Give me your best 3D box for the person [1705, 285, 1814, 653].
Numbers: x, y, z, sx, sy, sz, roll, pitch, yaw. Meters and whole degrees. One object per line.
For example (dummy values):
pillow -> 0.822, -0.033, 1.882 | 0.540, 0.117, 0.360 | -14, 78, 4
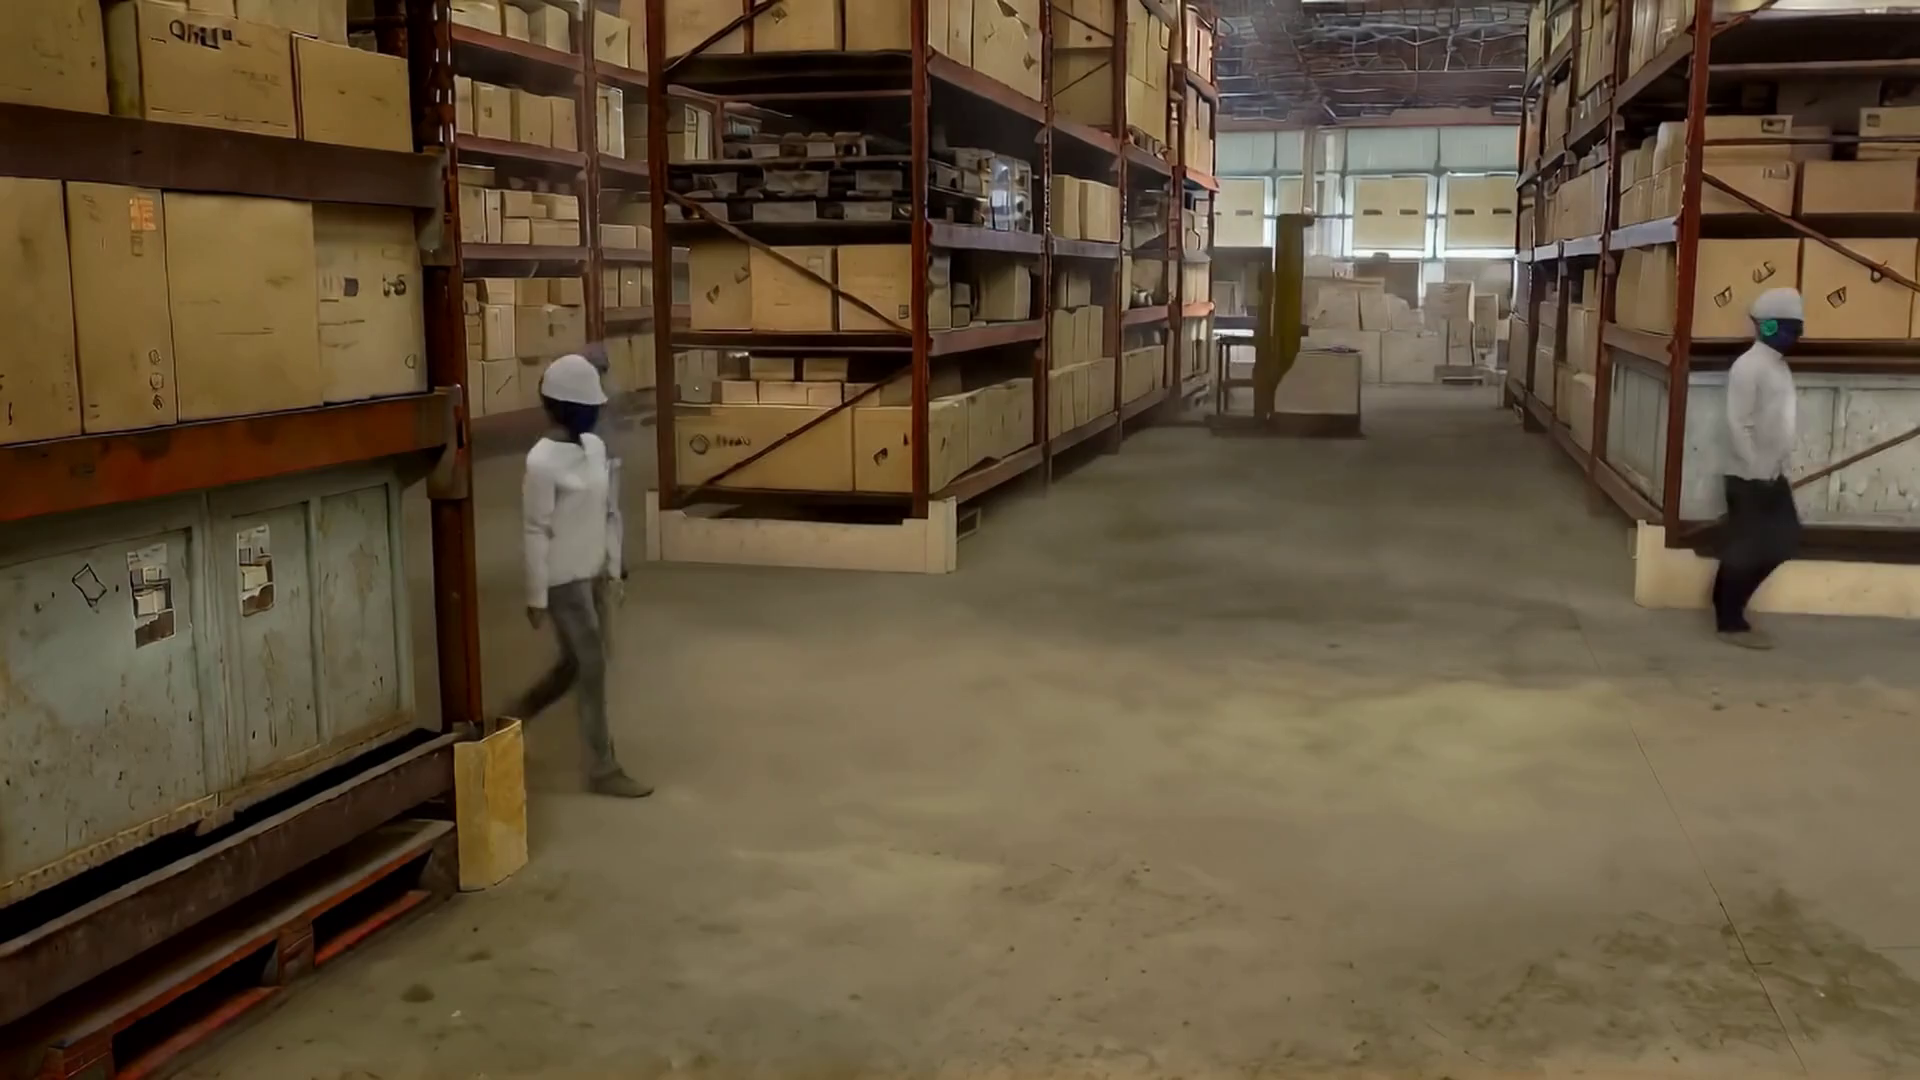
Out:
person -> 4.307, -0.370, 8.950 | 0.612, 1.980, 0.421 | -9, 12, -43

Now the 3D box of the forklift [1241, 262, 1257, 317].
forklift -> 10.551, -8.662, 58.805 | 1.129, 2.768, 1.873 | 2, 9, 15

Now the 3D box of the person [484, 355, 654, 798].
person -> -1.550, 0.139, 6.492 | 0.654, 1.734, 0.537 | 2, 9, 11

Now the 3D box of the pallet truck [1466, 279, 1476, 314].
pallet truck -> 18.896, -8.459, 60.307 | 1.885, 1.965, 0.823 | 5, 10, 31

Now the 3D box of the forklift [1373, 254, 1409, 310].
forklift -> 13.862, -8.056, 54.952 | 1.873, 2.768, 1.129 | 4, 10, 22

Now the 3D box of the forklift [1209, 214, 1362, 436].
forklift -> 4.253, -2.787, 21.481 | 1.873, 2.768, 1.129 | 2, 9, 15

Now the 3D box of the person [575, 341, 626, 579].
person -> -2.487, -0.537, 11.220 | 0.658, 1.598, 0.511 | 6, 11, 32
